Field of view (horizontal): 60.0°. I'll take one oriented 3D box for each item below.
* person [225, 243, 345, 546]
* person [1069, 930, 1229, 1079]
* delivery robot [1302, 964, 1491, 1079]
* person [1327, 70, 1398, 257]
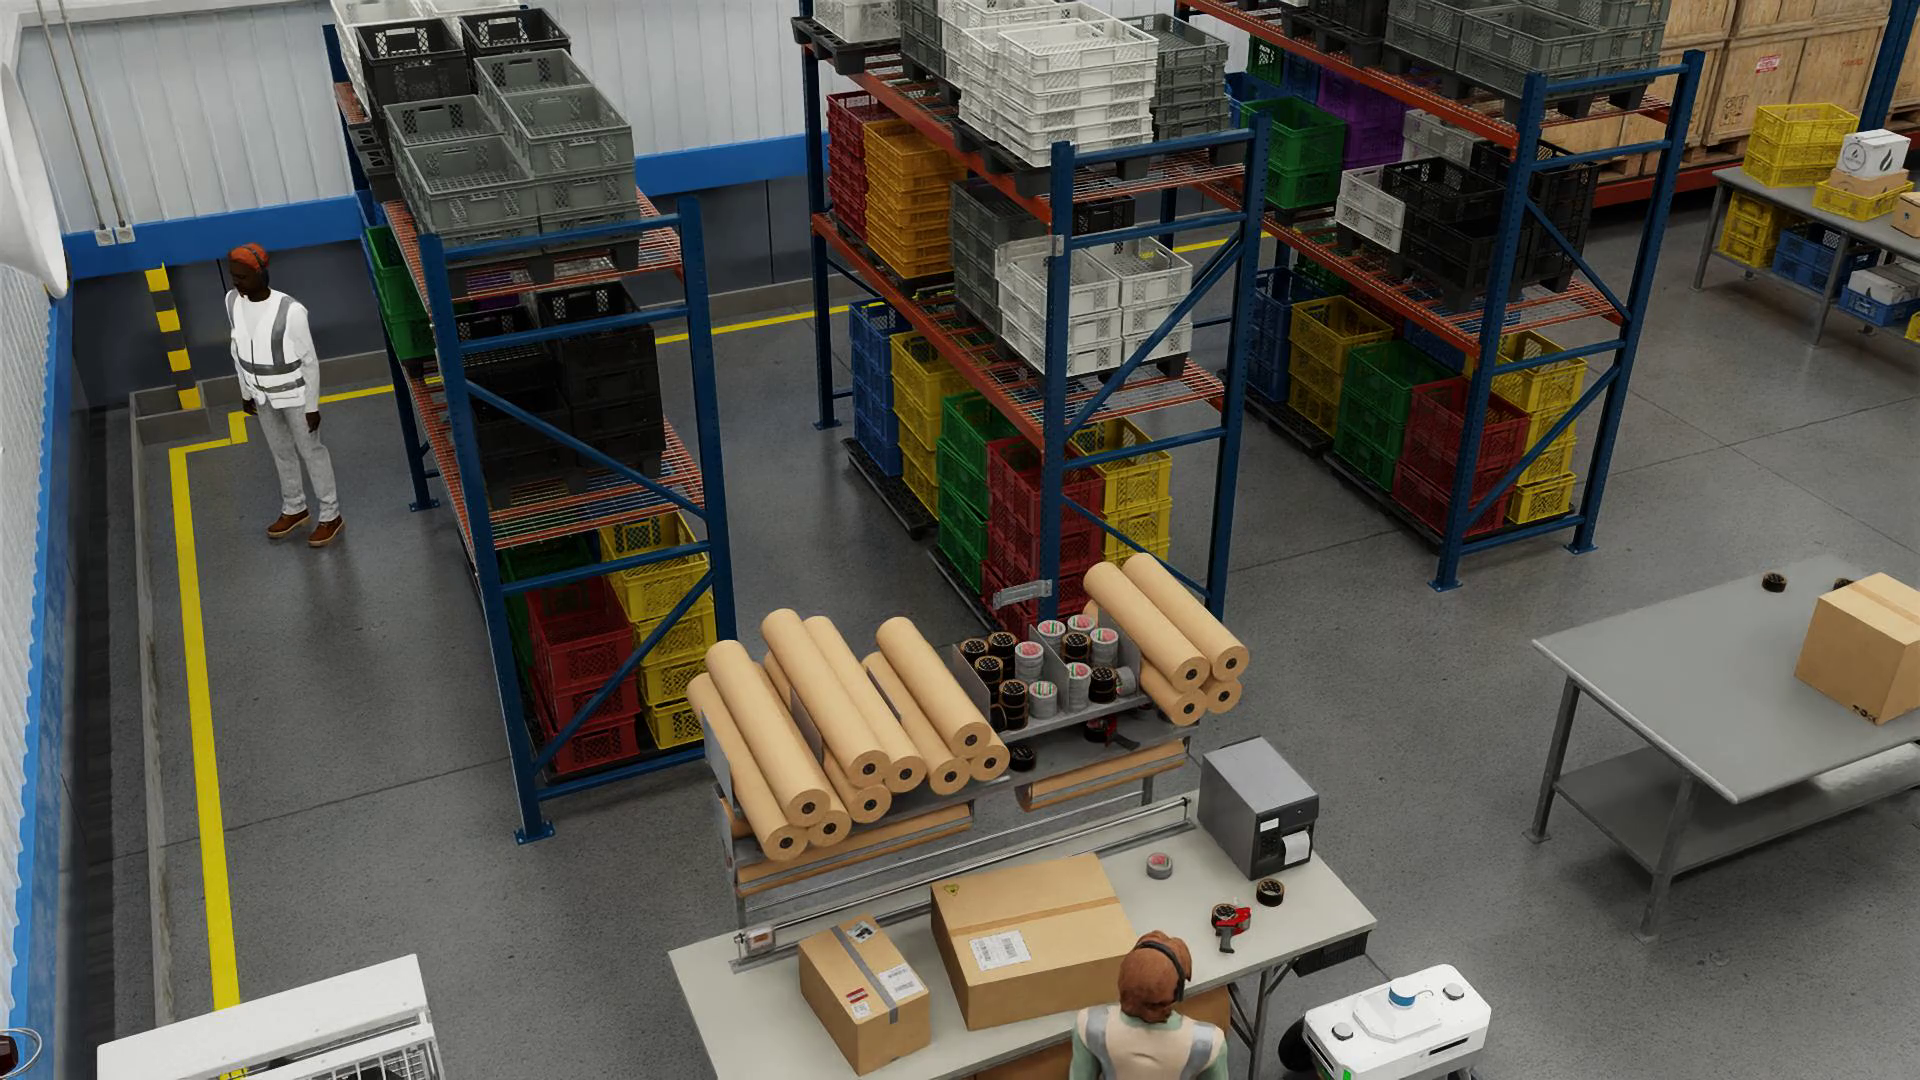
[{"bbox_3d":[-4.004,-0.847,9.795,0.574,1.882,0.355,12,33,18],"label":"person"},{"bbox_3d":[0.607,1.953,5.476,0.512,1.638,0.312,6,32,9],"label":"person"},{"bbox_3d":[1.699,1.912,6.484,0.707,0.478,0.477,-13,34,-19],"label":"delivery robot"},{"bbox_3d":[3.301,-3.295,13.728,0.625,1.933,0.374,19,36,28],"label":"person"}]
